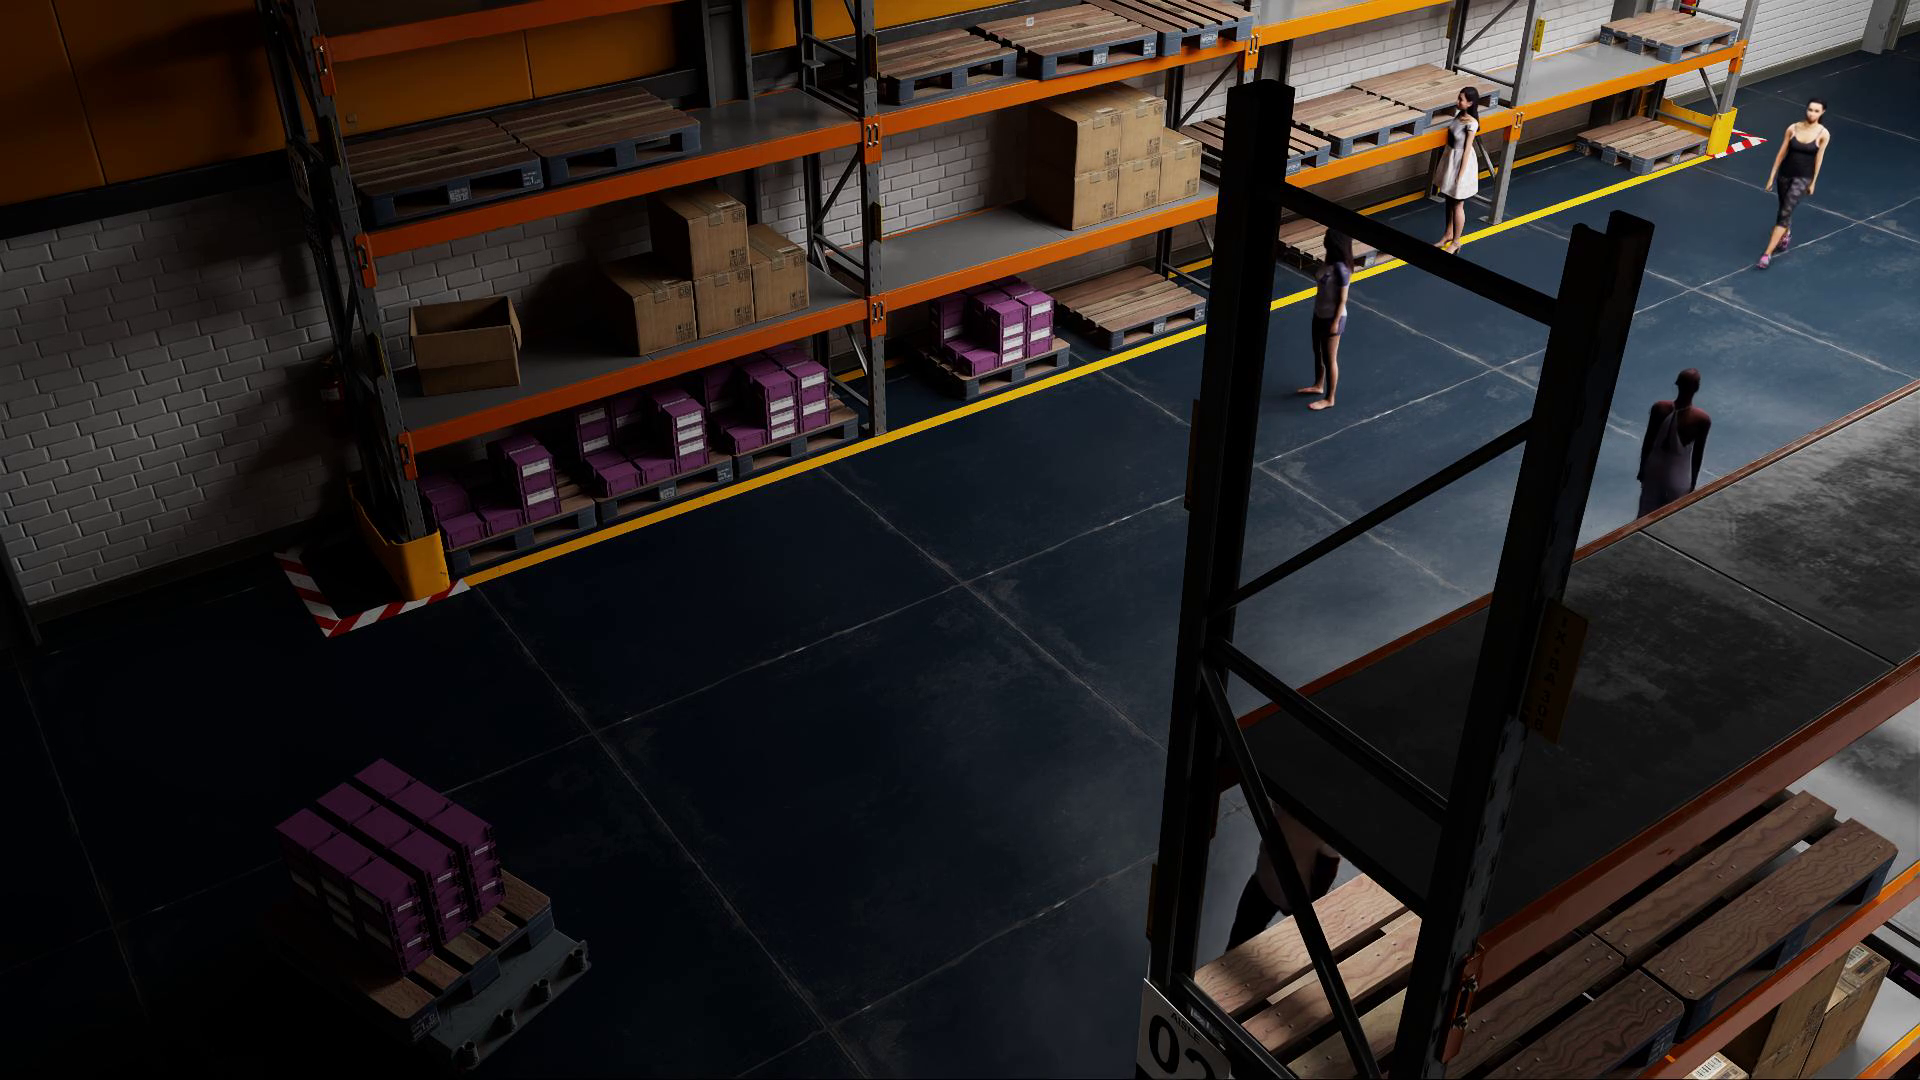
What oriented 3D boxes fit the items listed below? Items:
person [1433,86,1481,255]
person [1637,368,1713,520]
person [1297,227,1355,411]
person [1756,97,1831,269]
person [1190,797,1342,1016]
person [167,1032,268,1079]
[{"bbox_3d":[5.101,-3.781,17.054,0.802,1.769,0.777,-2,34,-4],"label":"person"},{"bbox_3d":[5.047,-0.399,11.965,0.683,1.771,0.836,28,43,35],"label":"person"},{"bbox_3d":[3.187,-1.949,14.355,0.658,1.705,0.668,-5,34,-8],"label":"person"},{"bbox_3d":[8.535,-3.678,16.979,0.765,1.680,1.190,26,41,33],"label":"person"},{"bbox_3d":[1.771,1.774,8.645,1.046,1.826,0.720,-23,40,-31],"label":"person"},{"bbox_3d":[-3.047,2.778,7.215,0.913,1.735,1.065,22,39,29],"label":"person"}]
